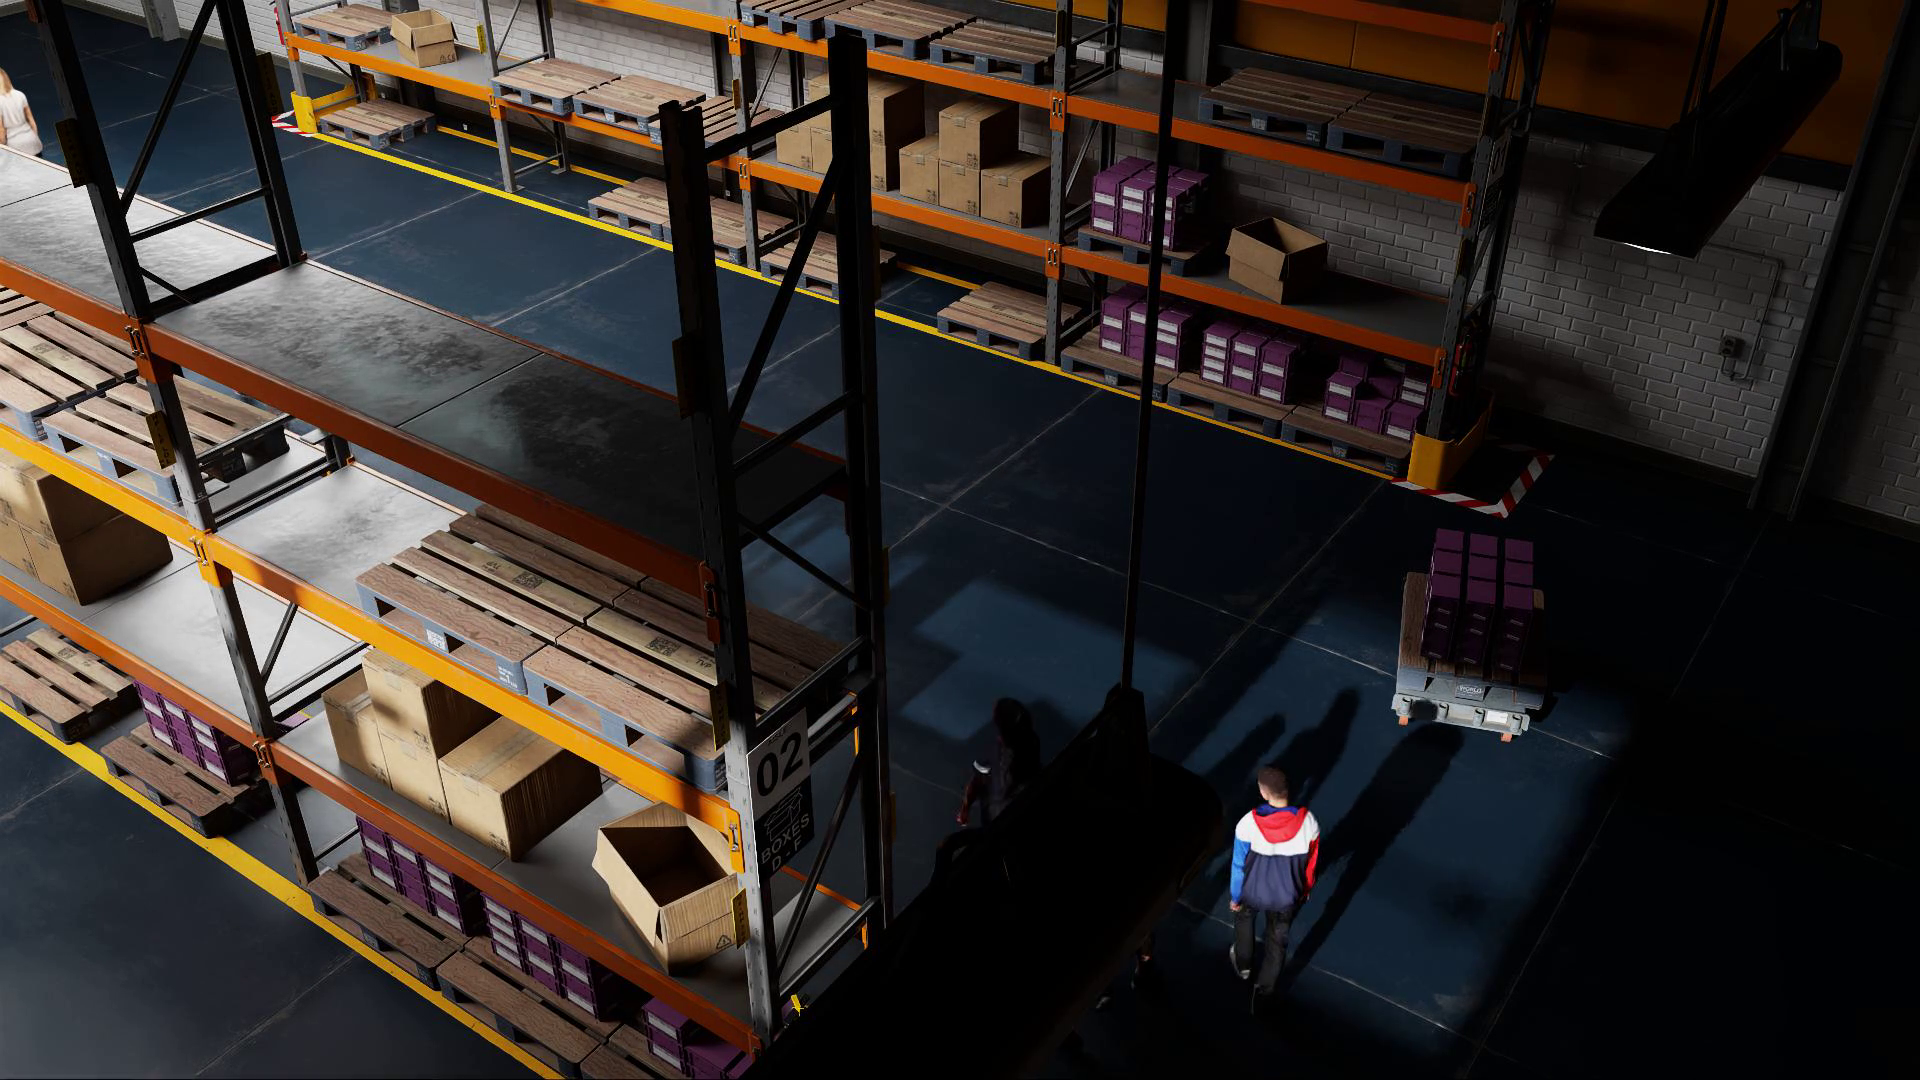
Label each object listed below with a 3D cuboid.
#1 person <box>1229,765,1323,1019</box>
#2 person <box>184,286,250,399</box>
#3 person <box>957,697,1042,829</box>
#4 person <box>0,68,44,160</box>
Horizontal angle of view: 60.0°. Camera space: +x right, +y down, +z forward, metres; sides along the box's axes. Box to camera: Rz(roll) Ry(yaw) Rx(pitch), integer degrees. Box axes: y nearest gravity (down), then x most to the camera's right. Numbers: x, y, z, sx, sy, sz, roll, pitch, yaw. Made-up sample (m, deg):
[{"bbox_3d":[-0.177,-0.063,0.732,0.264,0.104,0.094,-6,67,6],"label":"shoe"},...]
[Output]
[{"bbox_3d":[1.788,2.077,9.540,0.869,1.732,0.911,3,34,5],"label":"person"},{"bbox_3d":[-7.090,-2.206,15.900,0.814,1.825,1.065,-26,42,-34],"label":"person"},{"bbox_3d":[0.326,1.705,10.115,0.737,1.716,0.848,-24,40,-31],"label":"person"},{"bbox_3d":[-11.047,-4.661,19.594,0.529,1.824,0.618,23,40,31],"label":"person"}]
